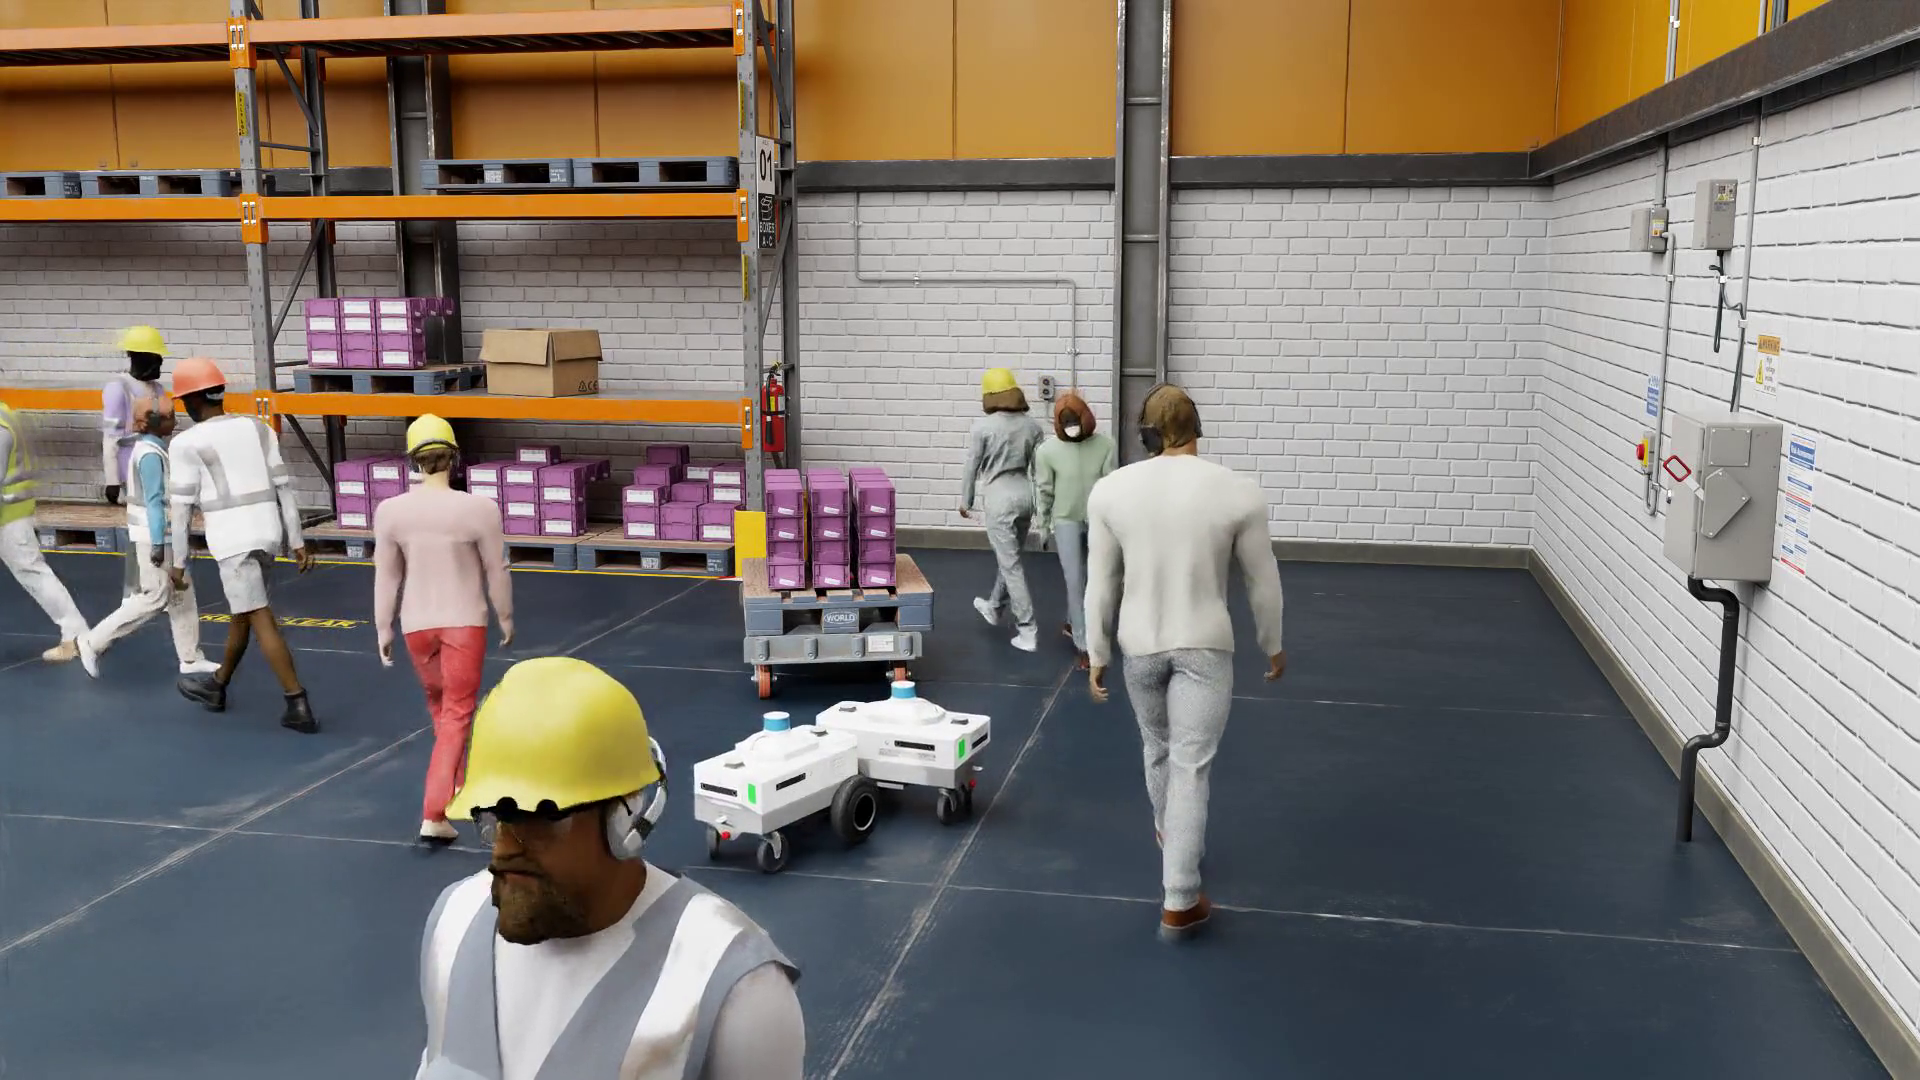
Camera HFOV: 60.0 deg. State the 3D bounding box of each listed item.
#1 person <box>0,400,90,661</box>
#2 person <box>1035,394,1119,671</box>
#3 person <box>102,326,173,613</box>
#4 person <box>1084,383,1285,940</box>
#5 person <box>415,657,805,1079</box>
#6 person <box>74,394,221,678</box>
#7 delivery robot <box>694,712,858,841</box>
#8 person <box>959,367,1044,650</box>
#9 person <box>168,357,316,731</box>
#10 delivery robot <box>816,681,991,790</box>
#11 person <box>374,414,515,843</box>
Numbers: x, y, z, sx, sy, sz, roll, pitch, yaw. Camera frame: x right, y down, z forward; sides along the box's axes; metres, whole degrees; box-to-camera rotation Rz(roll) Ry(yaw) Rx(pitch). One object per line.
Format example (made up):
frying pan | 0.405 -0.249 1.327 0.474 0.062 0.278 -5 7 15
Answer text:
person | -5.543 -0.145 9.565 0.994 1.788 0.627 -6 11 -31
person | 0.675 -0.081 9.793 0.491 1.577 0.844 -2 10 -12
person | -5.396 -0.454 11.007 0.572 1.912 0.642 0 9 2
person | 0.810 0.388 5.999 0.672 1.884 0.964 3 10 18
person | -0.492 1.057 2.219 0.605 1.832 0.404 5 10 25
person | -4.532 -0.006 9.235 0.702 1.611 0.515 -4 10 -24
delivery robot | -0.719 0.921 6.545 0.477 0.478 0.707 6 11 33
person | 0.243 -0.211 10.222 0.488 1.688 0.904 -5 11 -29
person | -3.646 0.021 8.345 1.050 1.847 0.549 5 11 29
delivery robot | -0.237 0.841 7.027 0.707 0.478 0.477 4 10 22
person | -2.117 0.342 6.820 0.518 1.716 0.884 1 9 7
